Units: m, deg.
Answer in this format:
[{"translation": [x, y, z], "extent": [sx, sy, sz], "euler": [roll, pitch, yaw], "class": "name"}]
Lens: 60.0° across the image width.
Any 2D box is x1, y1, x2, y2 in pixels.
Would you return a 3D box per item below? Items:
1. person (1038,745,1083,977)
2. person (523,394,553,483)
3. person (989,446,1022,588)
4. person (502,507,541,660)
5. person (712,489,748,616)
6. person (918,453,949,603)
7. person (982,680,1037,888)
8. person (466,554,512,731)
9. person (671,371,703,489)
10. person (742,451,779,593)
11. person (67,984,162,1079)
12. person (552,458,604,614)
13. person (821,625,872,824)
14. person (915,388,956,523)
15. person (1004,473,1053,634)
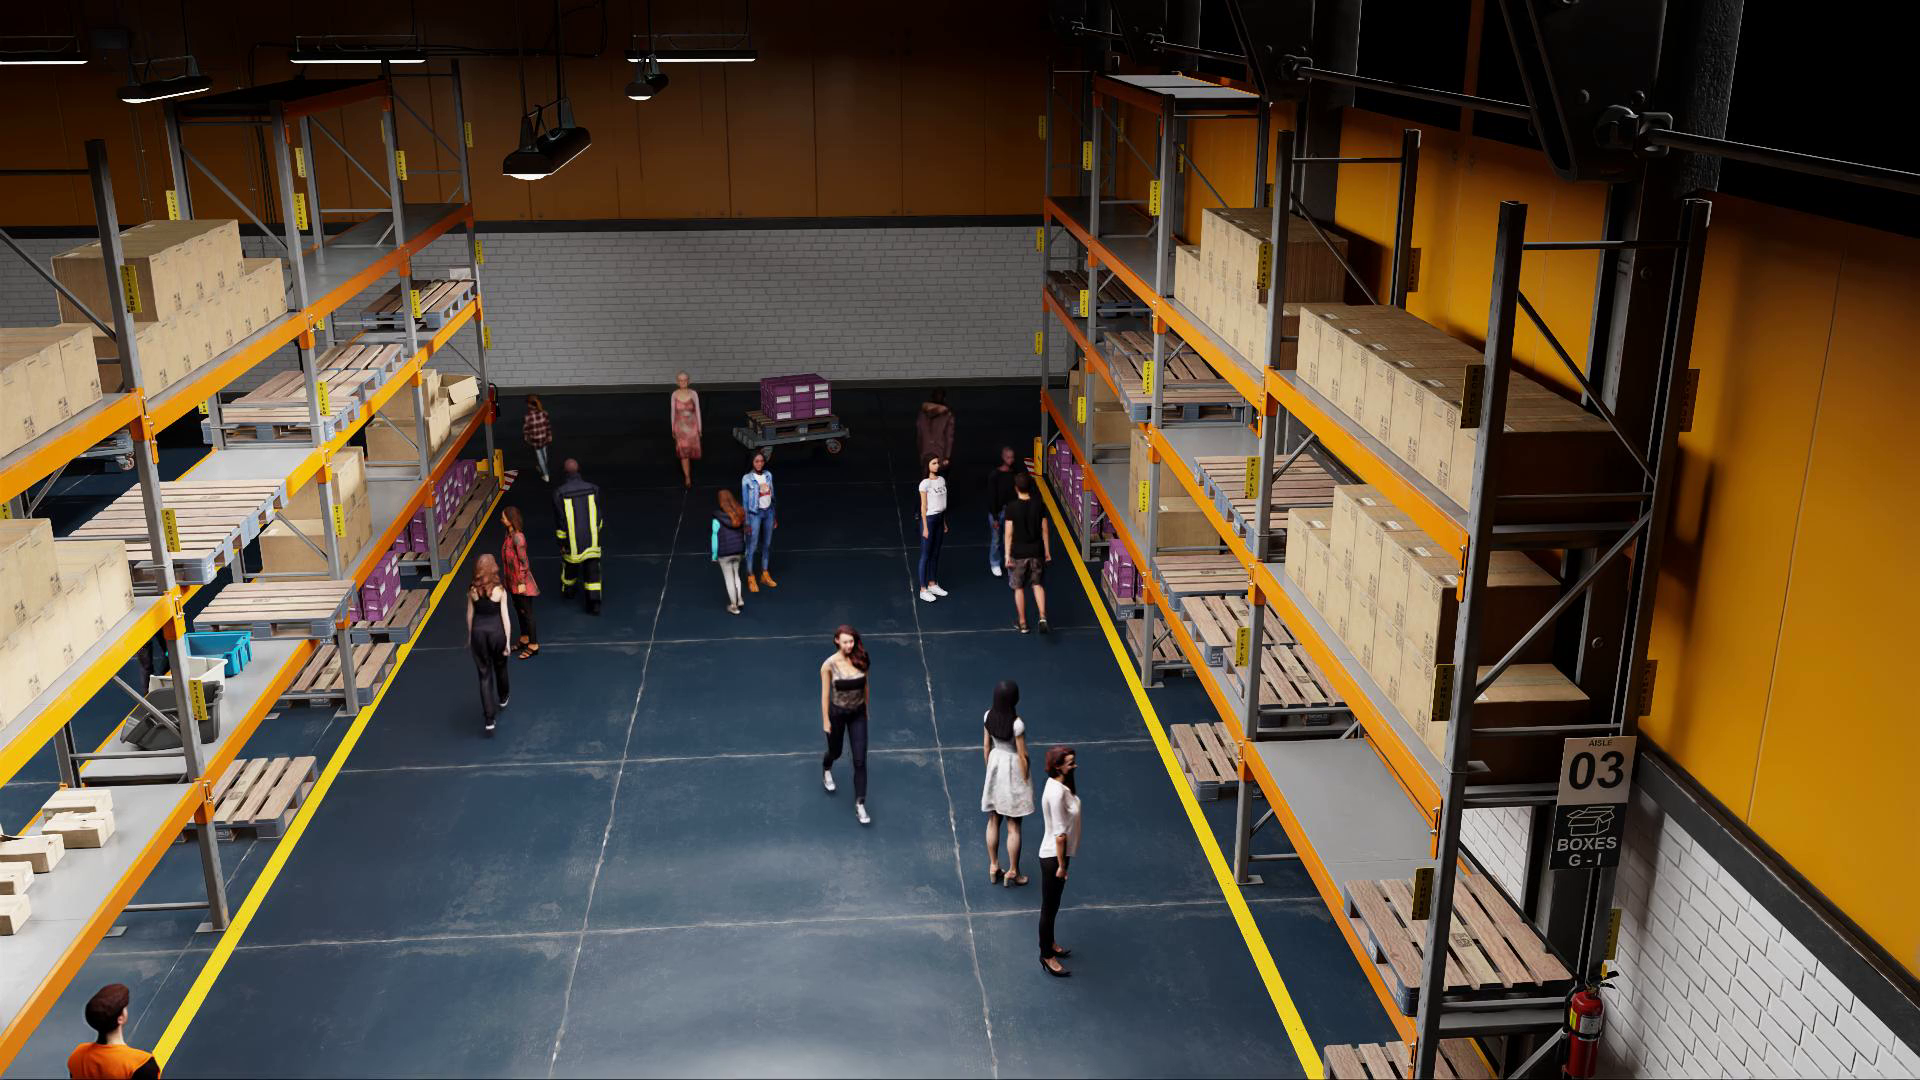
[{"translation": [0.705, 2.326, 12.220], "extent": [0.713, 1.794, 0.534], "euler": [2, 19, 6], "class": "person"}, {"translation": [-6.140, -1.477, 24.316], "extent": [0.782, 1.280, 0.889], "euler": [-13, 23, -35], "class": "person"}, {"translation": [0.497, -0.300, 20.165], "extent": [0.724, 1.699, 1.206], "euler": [-5, 19, -14], "class": "person"}, {"translation": [-4.761, 0.441, 17.966], "extent": [0.755, 1.699, 0.642], "euler": [-11, 22, -31], "class": "person"}, {"translation": [-2.609, 0.150, 19.156], "extent": [0.690, 1.490, 0.735], "euler": [-14, 23, -36], "class": "person"}, {"translation": [-0.341, -0.169, 19.659], "extent": [0.725, 1.774, 0.649], "euler": [13, 22, 33], "class": "person"}, {"translation": [0.372, 1.948, 13.372], "extent": [0.774, 1.774, 0.836], "euler": [16, 24, 38], "class": "person"}, {"translation": [-4.619, 1.021, 16.238], "extent": [0.665, 1.703, 1.147], "euler": [-3, 19, -9], "class": "person"}, {"translation": [-3.980, -1.623, 24.134], "extent": [0.677, 1.673, 0.957], "euler": [-4, 19, -13], "class": "person"}, {"translation": [-2.411, -0.246, 19.986], "extent": [0.690, 1.712, 0.721], "euler": [-16, 25, -40], "class": "person"}, {"translation": [-4.572, 3.308, 9.157], "extent": [0.724, 1.888, 0.687], "euler": [2, 19, 6], "class": "person"}, {"translation": [-4.358, -0.028, 19.234], "extent": [1.019, 1.777, 1.260], "euler": [-8, 20, -24], "class": "person"}, {"translation": [-1.044, 1.550, 14.621], "extent": [0.859, 1.732, 1.242], "euler": [-7, 20, -21], "class": "person"}, {"translation": [-0.366, -1.073, 22.342], "extent": [1.136, 1.775, 1.367], "euler": [9, 20, 24], "class": "person"}, {"translation": [0.770, 0.188, 18.493], "extent": [0.819, 1.841, 0.983], "euler": [-4, 19, -11], "class": "person"}]
